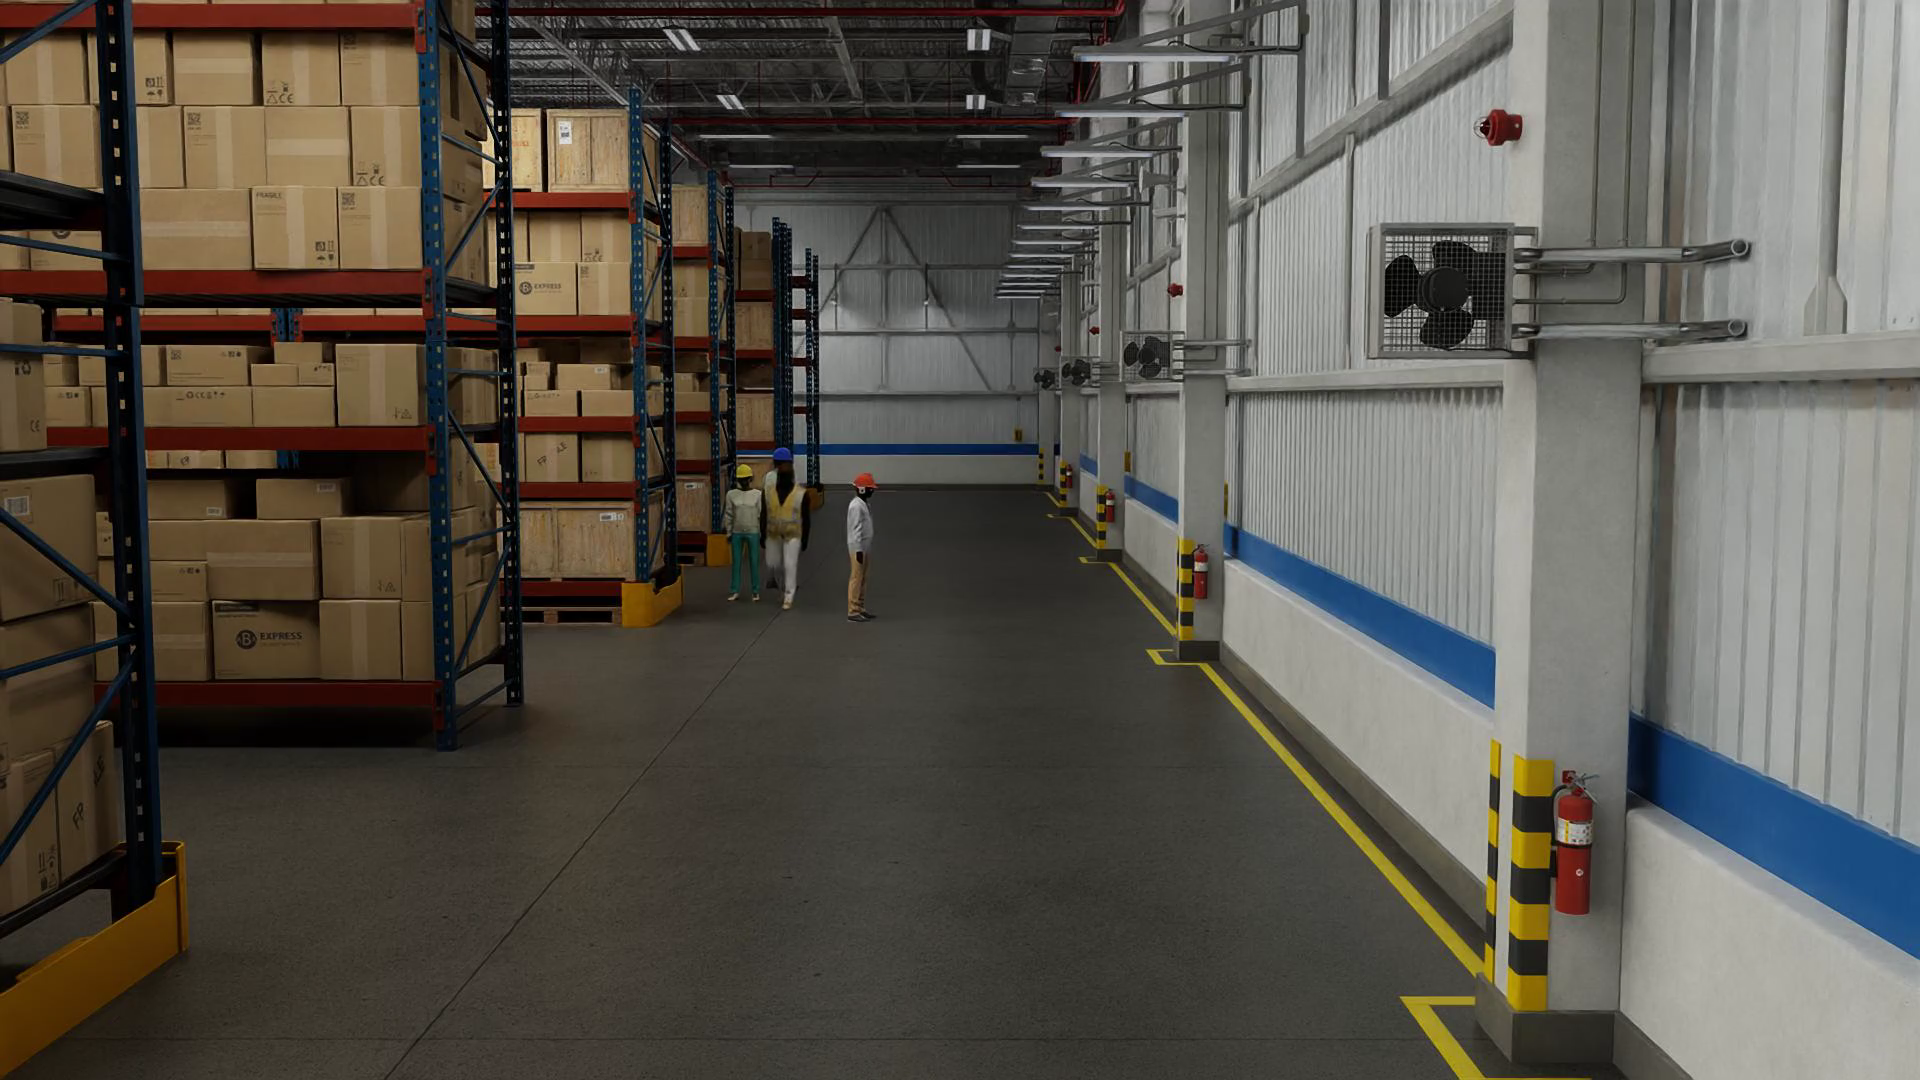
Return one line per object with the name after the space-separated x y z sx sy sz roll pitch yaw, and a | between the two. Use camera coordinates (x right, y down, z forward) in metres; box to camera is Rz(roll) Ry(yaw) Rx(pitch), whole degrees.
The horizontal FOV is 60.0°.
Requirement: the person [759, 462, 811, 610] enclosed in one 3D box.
-2.160 -0.051 20.558 0.649 1.828 0.522 1 5 7 | person

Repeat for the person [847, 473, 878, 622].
-1.134 0.084 19.498 0.349 1.743 0.572 1 5 10 | person

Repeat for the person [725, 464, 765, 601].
-2.750 -0.087 21.344 0.526 1.769 0.328 0 5 3 | person

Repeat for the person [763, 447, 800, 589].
-2.447 -0.290 22.661 0.406 1.946 0.608 -4 6 -41 | person
